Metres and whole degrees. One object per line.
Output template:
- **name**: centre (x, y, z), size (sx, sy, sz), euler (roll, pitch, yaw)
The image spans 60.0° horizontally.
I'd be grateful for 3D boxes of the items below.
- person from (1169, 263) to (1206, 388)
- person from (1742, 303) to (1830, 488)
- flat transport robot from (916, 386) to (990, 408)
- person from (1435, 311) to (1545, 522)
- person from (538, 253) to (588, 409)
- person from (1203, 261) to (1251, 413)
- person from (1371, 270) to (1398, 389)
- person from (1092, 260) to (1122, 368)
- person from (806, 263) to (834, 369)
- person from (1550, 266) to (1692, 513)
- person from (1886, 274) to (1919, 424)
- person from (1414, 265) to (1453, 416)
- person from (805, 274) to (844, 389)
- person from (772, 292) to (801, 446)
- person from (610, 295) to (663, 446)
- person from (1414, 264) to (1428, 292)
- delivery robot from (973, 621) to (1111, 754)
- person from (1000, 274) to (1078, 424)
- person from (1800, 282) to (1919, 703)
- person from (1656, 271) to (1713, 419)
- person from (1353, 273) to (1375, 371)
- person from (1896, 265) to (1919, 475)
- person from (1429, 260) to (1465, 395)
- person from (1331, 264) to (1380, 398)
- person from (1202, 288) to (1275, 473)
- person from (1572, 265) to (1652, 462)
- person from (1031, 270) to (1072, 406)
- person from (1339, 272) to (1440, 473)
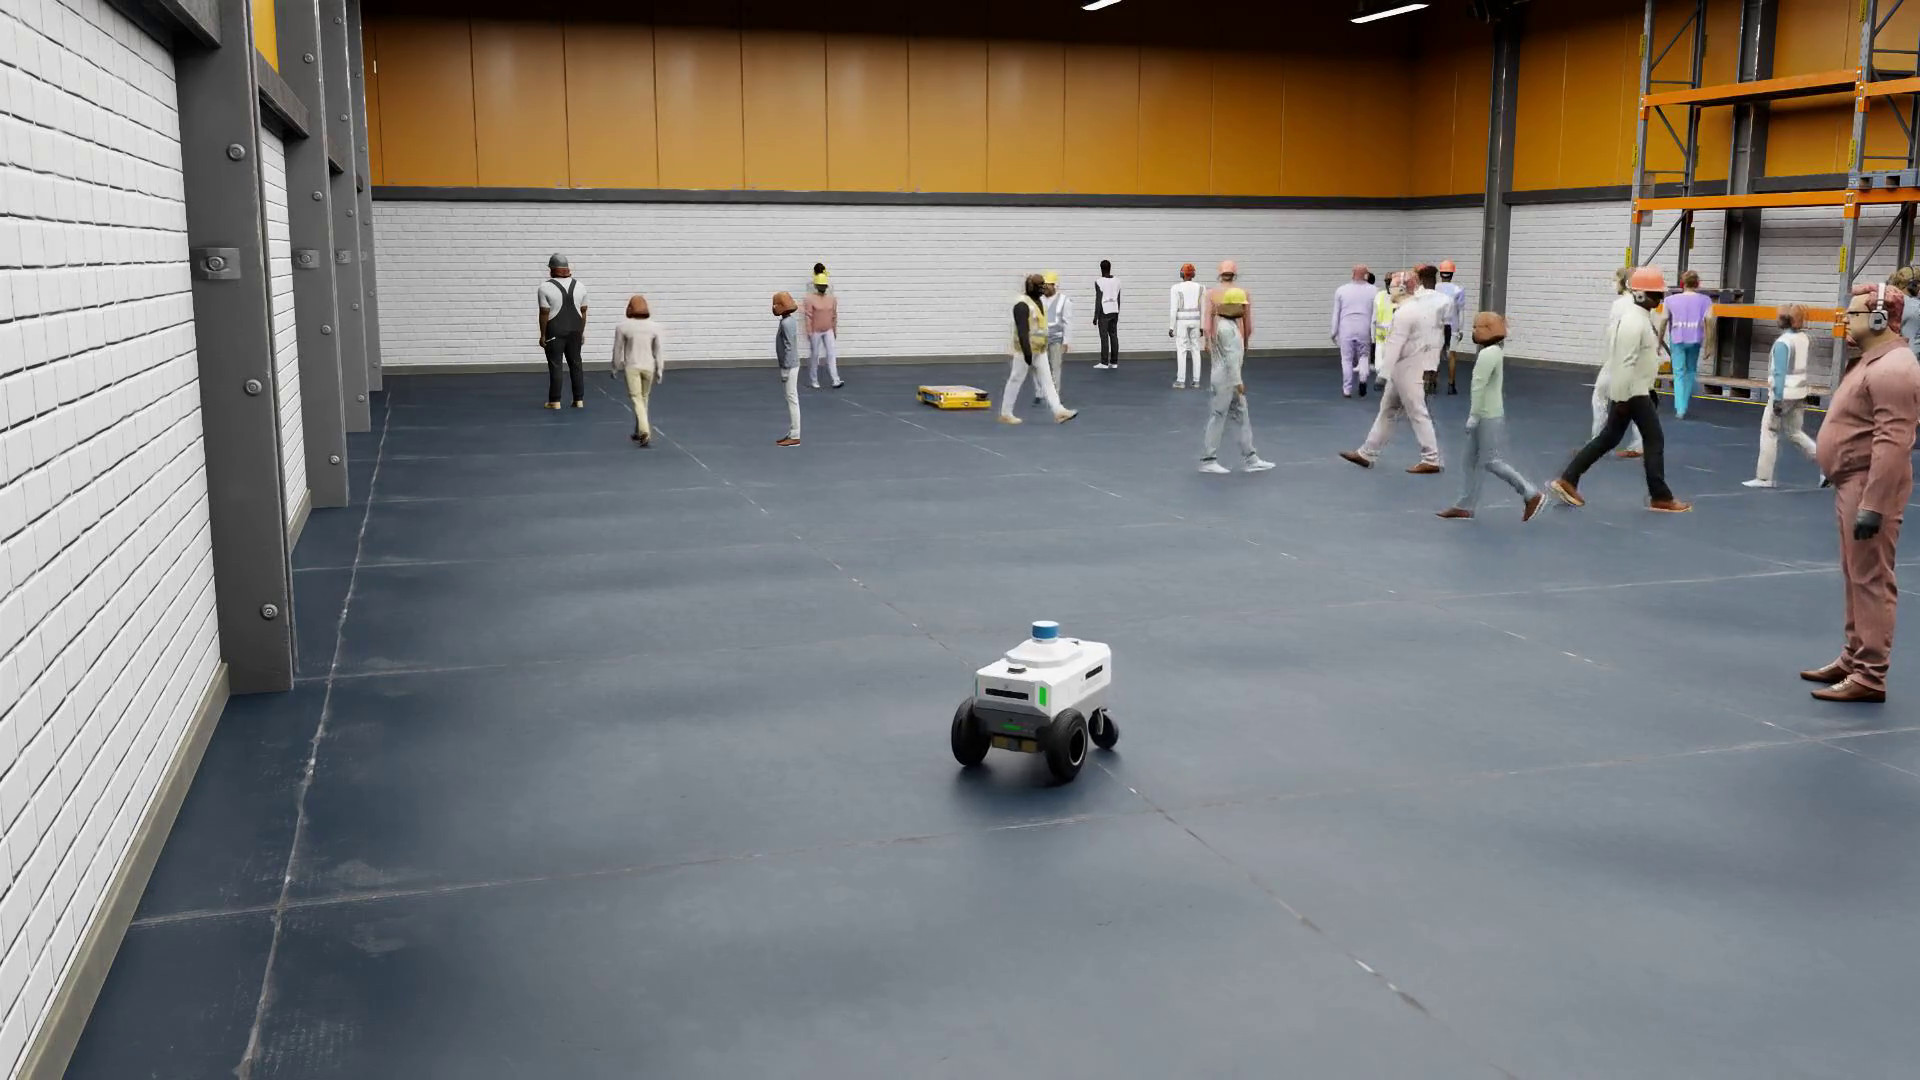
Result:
- **person**: centre (3.447, -3.245, 25.223), size (0.578, 1.882, 0.346), euler (-3, 10, -15)
- **person**: centre (7.175, -1.227, 14.291), size (0.515, 1.619, 0.662), euler (-7, 12, -36)
- **flat transport robot**: centre (-0.102, -1.929, 22.268), size (0.652, 0.197, 1.431), euler (-3, 10, -15)
- **person**: centre (4.048, -0.927, 12.601), size (0.732, 1.608, 0.503), euler (4, 10, 21)
- **person**: centre (-5.266, -2.749, 21.897), size (0.683, 2.000, 0.538), euler (-8, 13, -40)
- **person**: centre (3.447, -2.621, 21.469), size (0.645, 1.938, 1.044), euler (0, 10, 0)
- **person**: centre (5.692, -2.626, 21.842), size (0.644, 1.817, 0.496), euler (9, 13, 41)
- **person**: centre (2.612, -3.994, 29.478), size (0.587, 1.914, 0.391), euler (-8, 13, -38)
- **person**: centre (-2.461, -3.943, 29.322), size (0.534, 1.863, 0.311), euler (-2, 10, -9)
- **person**: centre (5.258, -1.189, 13.163), size (1.029, 1.947, 0.614), euler (3, 10, 17)
- **person**: centre (9.867, -1.892, 17.569), size (0.642, 1.822, 0.652), euler (-5, 11, -26)
- **person**: centre (5.681, -2.412, 20.375), size (0.609, 1.905, 1.008), euler (6, 11, 30)
- **person**: centre (-2.048, -3.116, 24.921), size (0.534, 1.723, 0.855), euler (-4, 11, -23)
- **person**: centre (-1.833, -1.807, 17.622), size (0.286, 1.632, 0.500), euler (-1, 10, -3)
- **person**: centre (-3.408, -1.802, 17.714), size (0.514, 1.595, 0.850), euler (-6, 11, -29)
- **person**: centre (6.898, -3.178, 24.844), size (0.357, 1.881, 0.574), euler (1, 10, 6)
- **delivery robot**: centre (0.340, 0.570, 6.712), size (0.477, 0.478, 0.707), euler (5, 11, 27)
- **person**: centre (0.897, -2.251, 19.743), size (0.981, 1.786, 0.661), euler (6, 11, 29)
- **person**: centre (4.116, -0.212, 7.597), size (0.399, 1.909, 0.642), euler (4, 11, 22)
- **person**: centre (8.985, -2.419, 20.669), size (0.574, 1.803, 0.929), euler (2, 10, 10)
- **person**: centre (7.008, -3.743, 28.640), size (0.536, 1.699, 0.318), euler (-5, 11, -27)
- **person**: centre (8.584, -1.544, 15.269), size (0.377, 1.932, 0.637), euler (-1, 10, -4)
- **person**: centre (6.996, -3.062, 24.009), size (0.544, 1.939, 0.354), euler (3, 10, 17)
- **person**: centre (5.572, -2.936, 23.446), size (0.664, 1.889, 0.428), euler (1, 10, 8)
- **person**: centre (2.564, -1.462, 15.391), size (0.598, 1.729, 0.498), euler (4, 11, 22)
- **person**: centre (6.451, -1.737, 16.396), size (0.663, 1.910, 0.810), euler (-8, 13, -40)
- **person**: centre (1.163, -2.656, 22.012), size (0.615, 1.809, 0.596), euler (4, 11, 21)
- **person**: centre (4.055, -1.553, 15.494), size (0.974, 1.855, 0.662), euler (3, 10, 18)
